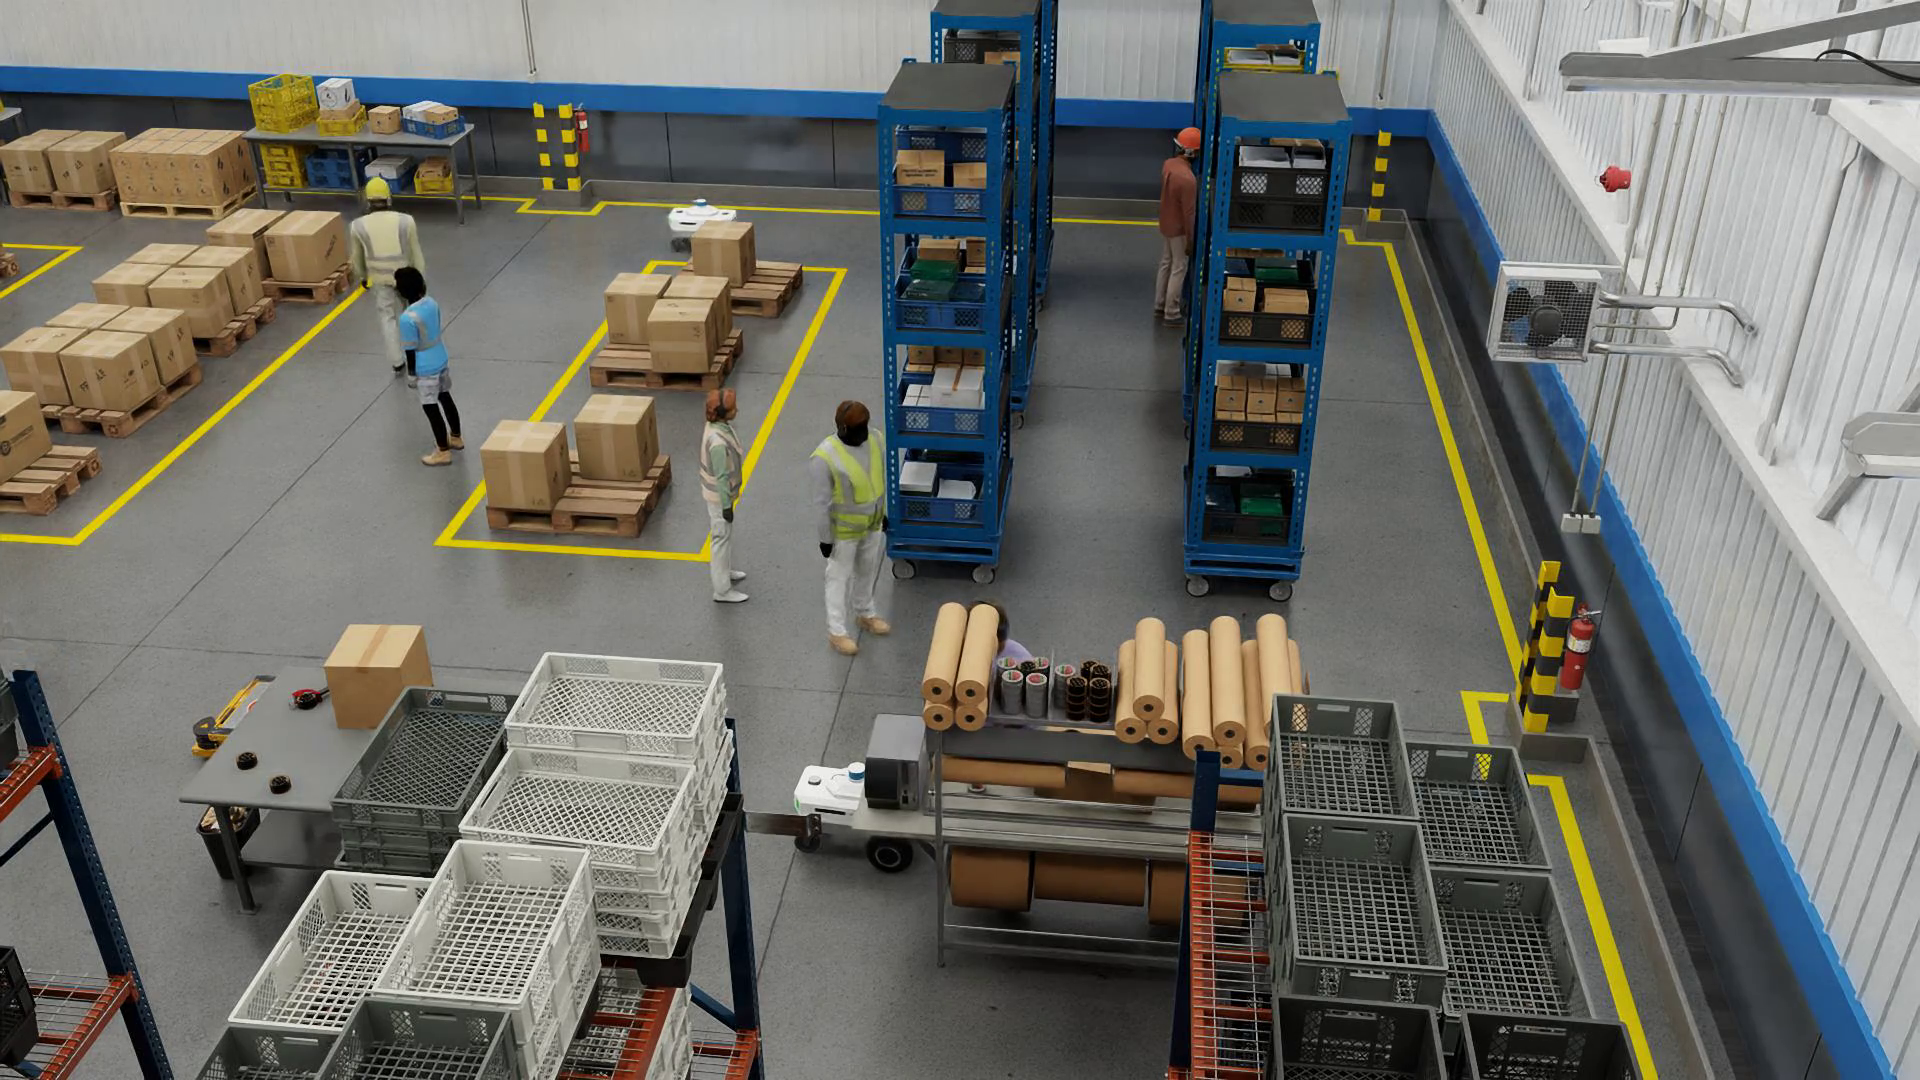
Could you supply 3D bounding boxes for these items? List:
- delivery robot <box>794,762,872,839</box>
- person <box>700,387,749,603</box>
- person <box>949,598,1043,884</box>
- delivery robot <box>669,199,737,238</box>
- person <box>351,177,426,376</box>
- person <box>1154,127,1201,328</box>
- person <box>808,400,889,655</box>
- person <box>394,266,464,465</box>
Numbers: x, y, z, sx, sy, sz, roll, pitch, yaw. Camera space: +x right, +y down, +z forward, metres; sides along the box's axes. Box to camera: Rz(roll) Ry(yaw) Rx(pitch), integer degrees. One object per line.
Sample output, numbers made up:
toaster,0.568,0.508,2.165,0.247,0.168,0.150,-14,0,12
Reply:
delivery robot,-0.594,1.514,9.675,0.707,0.478,0.477,6,31,10
person,-1.684,-0.329,11.870,0.317,1.631,0.515,-4,30,-7
person,0.163,1.124,9.081,0.629,1.931,0.367,18,35,28
delivery robot,-2.828,-3.503,18.292,0.707,0.478,0.477,3,30,6
person,-5.278,-2.495,15.439,0.611,1.772,0.945,-9,31,-14
person,2.143,-3.033,16.174,0.409,1.980,0.625,-9,31,-15
person,-0.715,-0.108,11.284,0.429,1.839,0.634,24,38,35
person,-4.396,-1.445,13.731,0.323,1.686,0.538,4,30,7
